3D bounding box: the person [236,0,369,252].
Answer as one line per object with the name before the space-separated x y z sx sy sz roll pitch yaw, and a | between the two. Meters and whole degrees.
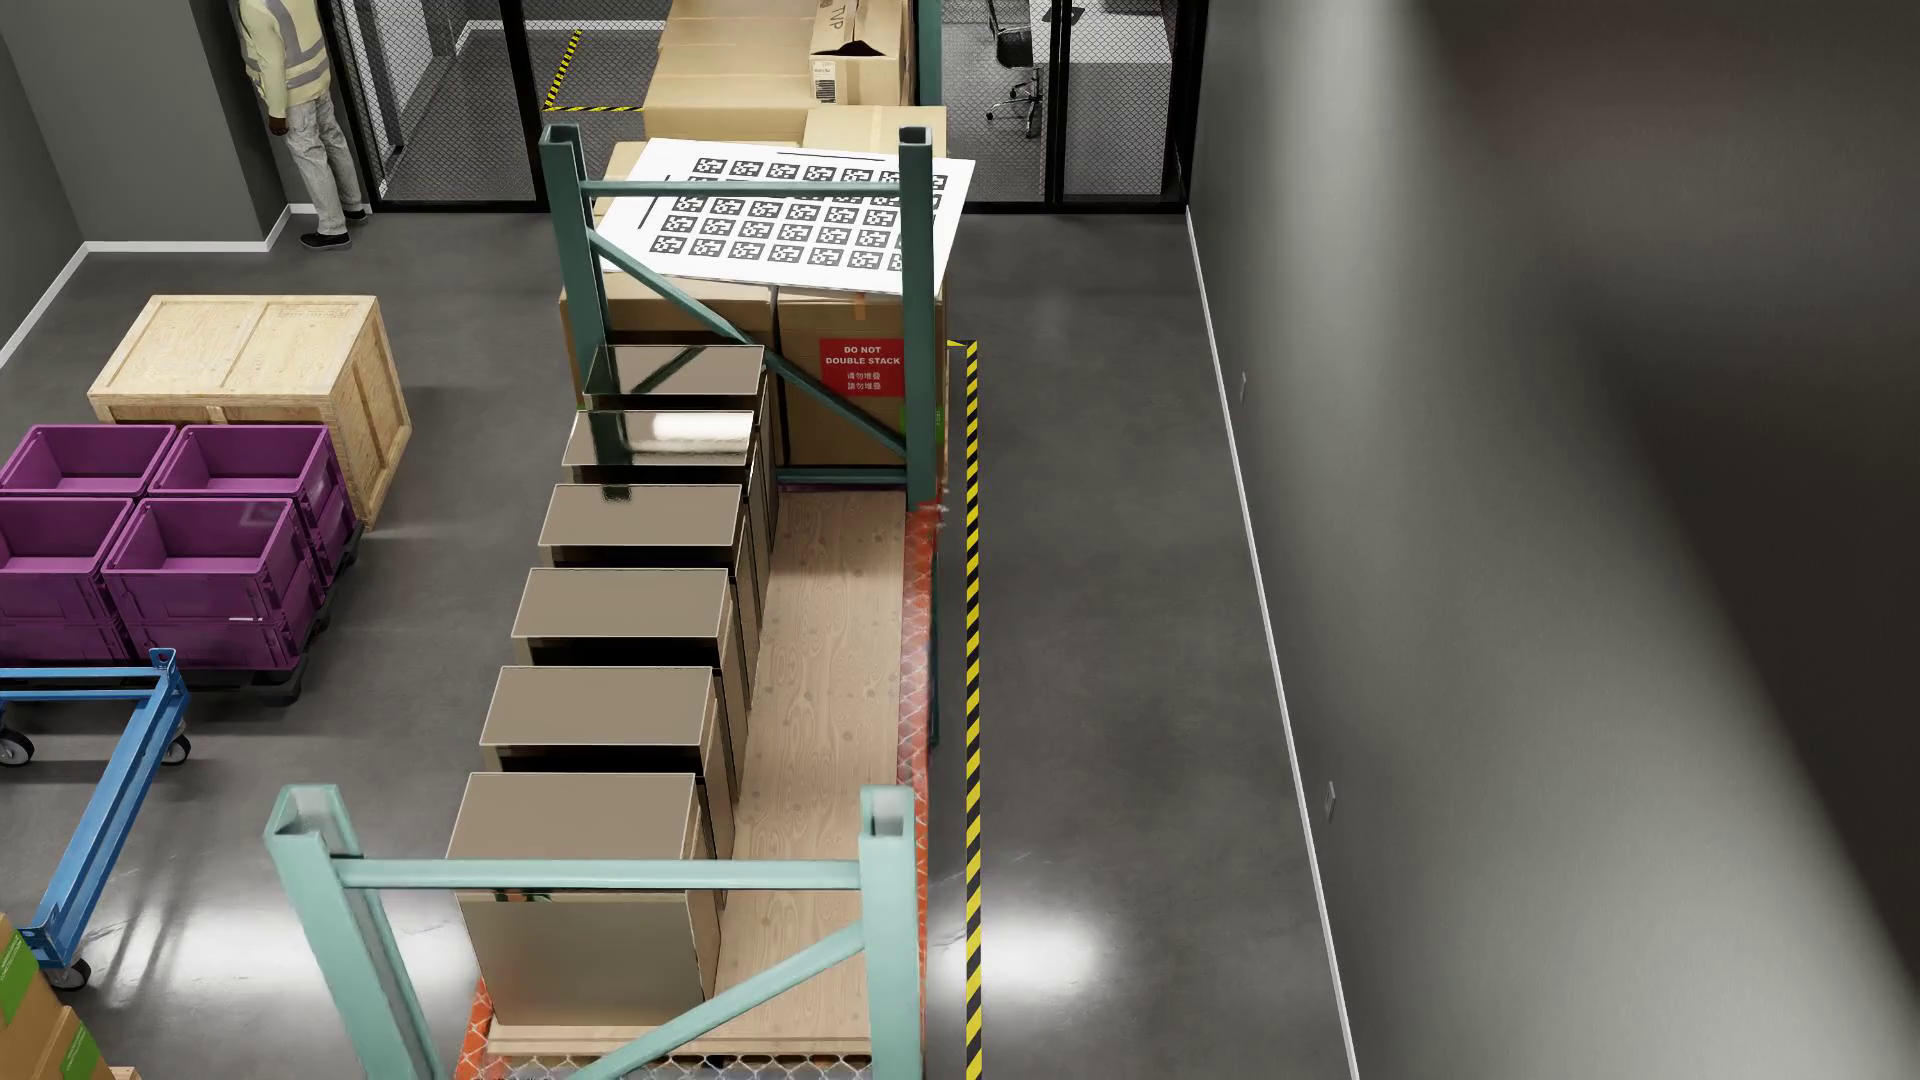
person | -3.491 -2.390 8.698 0.404 1.829 0.600 5 41 6
